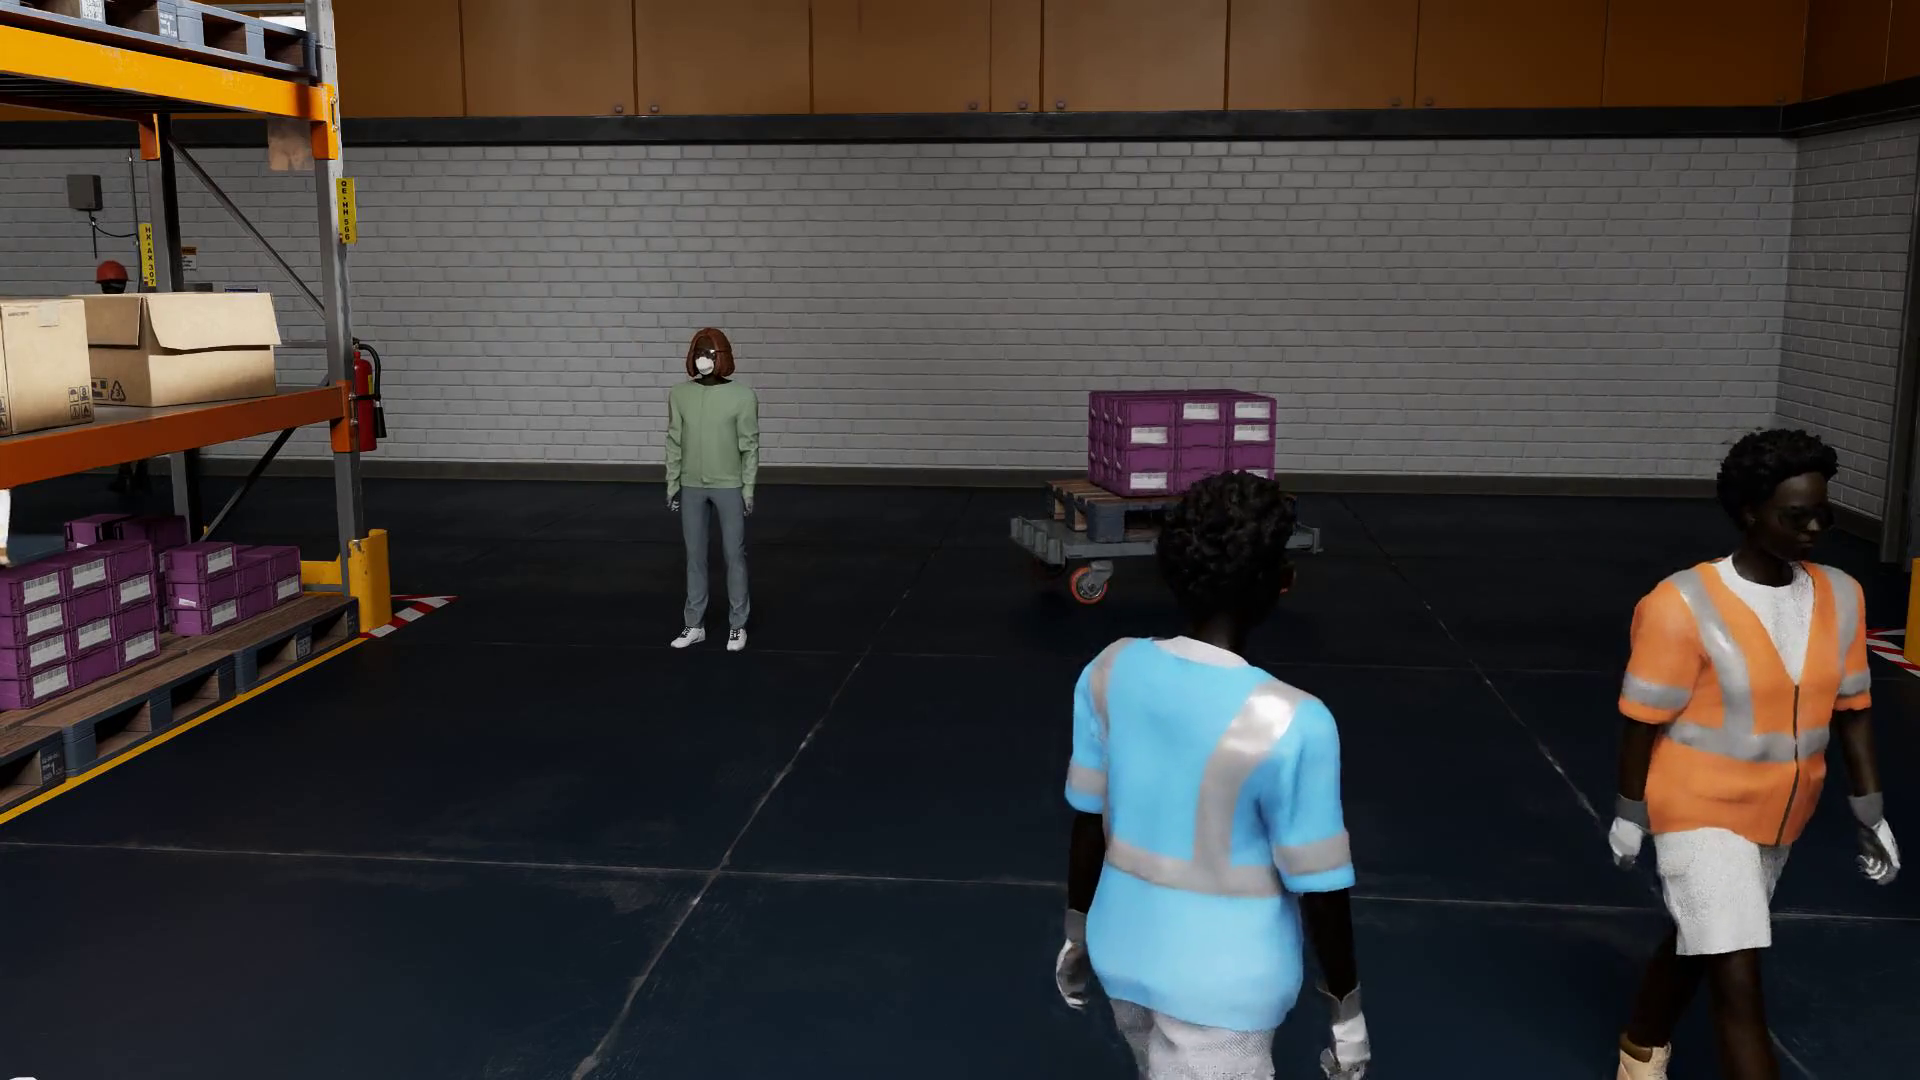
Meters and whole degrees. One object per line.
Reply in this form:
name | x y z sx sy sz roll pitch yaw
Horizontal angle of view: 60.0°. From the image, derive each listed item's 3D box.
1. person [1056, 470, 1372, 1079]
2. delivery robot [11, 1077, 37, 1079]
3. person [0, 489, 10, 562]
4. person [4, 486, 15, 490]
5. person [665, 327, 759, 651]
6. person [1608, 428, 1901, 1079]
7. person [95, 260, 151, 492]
person | 0.490 0.708 2.812 0.835 1.657 0.554 -7 12 -34
delivery robot | -1.661 1.199 2.932 0.707 0.478 0.477 9 13 42
person | -6.497 -0.795 10.886 0.830 1.852 0.606 10 14 44
person | -5.154 -0.420 8.486 0.926 1.947 0.645 7 12 35
person | -1.257 -0.253 8.425 0.500 1.634 0.286 2 10 13
person | 1.685 0.593 3.490 0.547 1.647 0.841 -4 11 -20
person | -7.057 -1.371 13.961 0.395 1.930 0.559 5 11 28
